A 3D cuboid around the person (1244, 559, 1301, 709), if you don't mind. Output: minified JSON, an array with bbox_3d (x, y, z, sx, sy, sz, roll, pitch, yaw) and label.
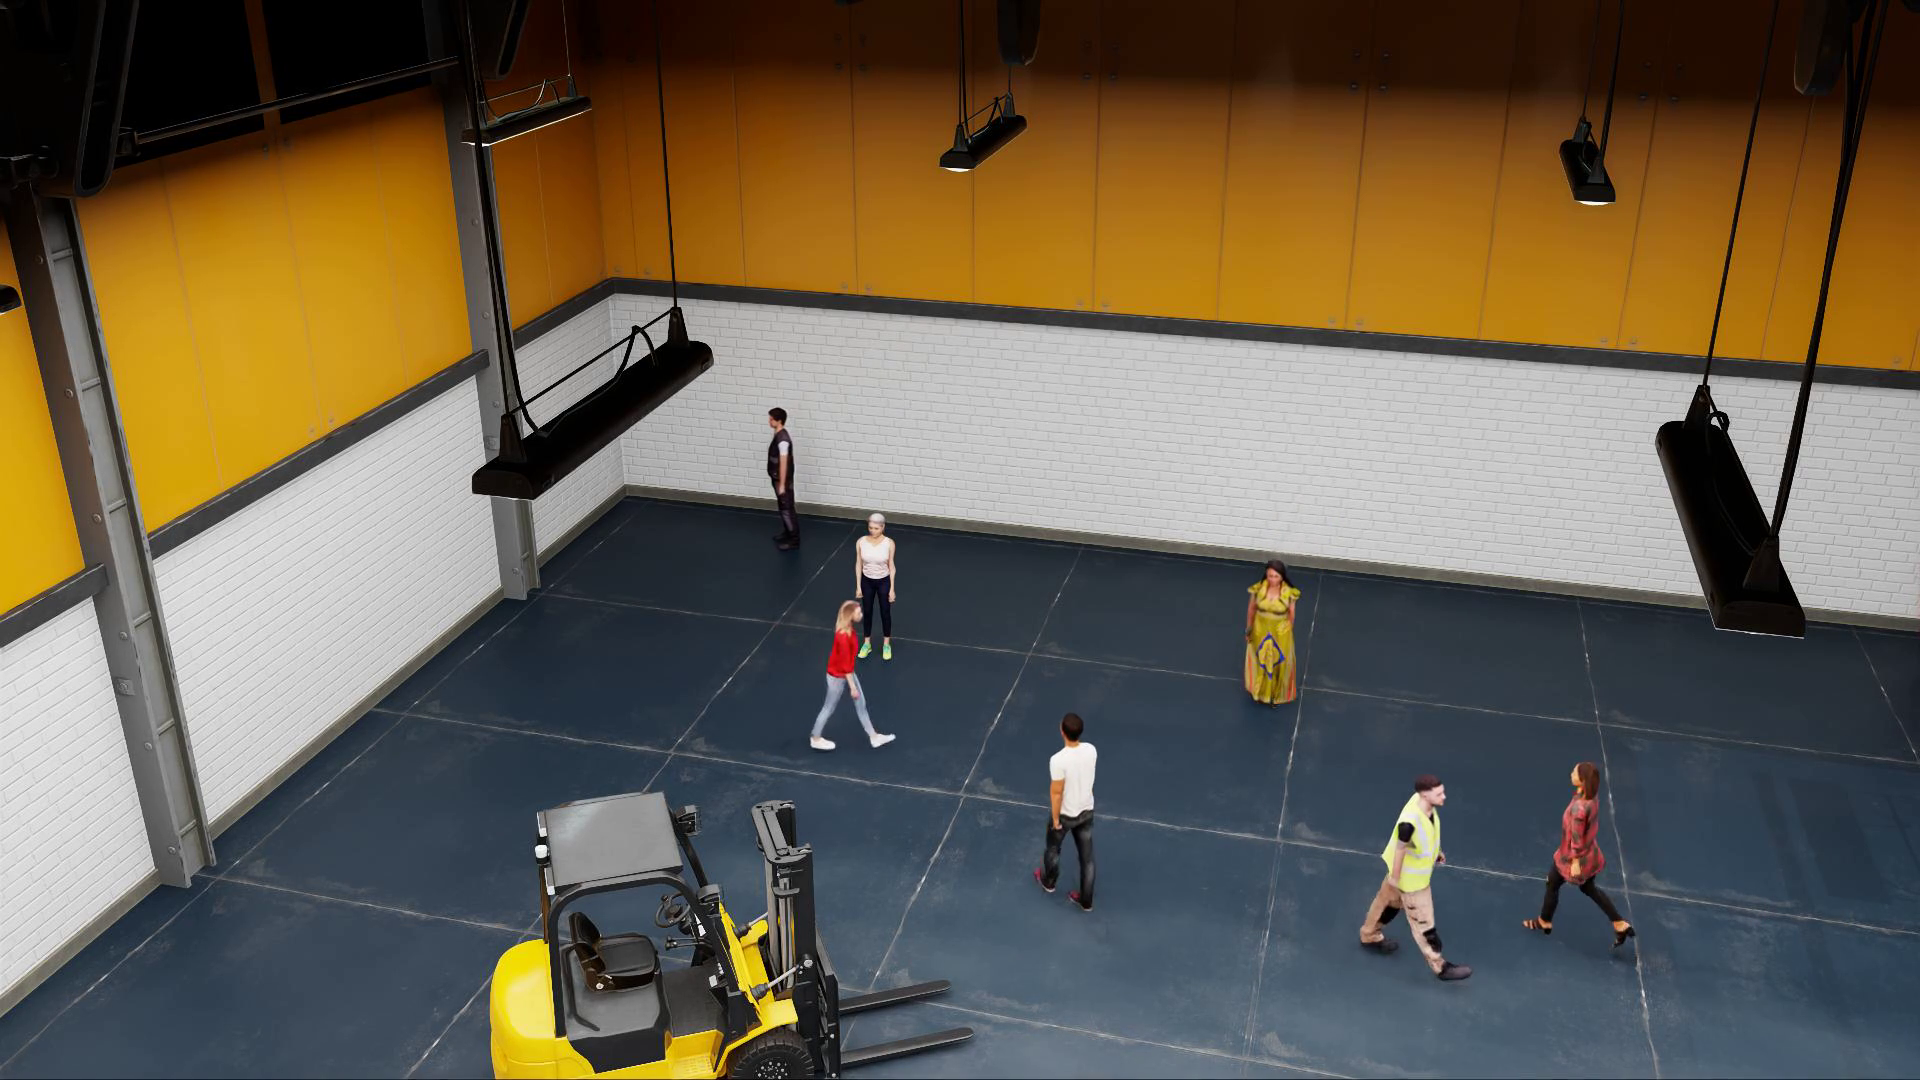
[{"bbox_3d":[3.233,0.926,17.265,0.753,1.645,0.719,6,24,13],"label":"person"}]

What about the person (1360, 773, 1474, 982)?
[{"bbox_3d":[3.519,2.618,13.225,0.935,1.781,1.174,11,26,24],"label":"person"}]

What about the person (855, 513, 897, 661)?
[{"bbox_3d":[-0.914,0.482,18.204,0.617,1.707,0.561,3,24,7],"label":"person"}]

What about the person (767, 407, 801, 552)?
[{"bbox_3d":[-2.214,-0.789,20.941,0.796,1.844,0.691,-6,24,-14],"label":"person"}]

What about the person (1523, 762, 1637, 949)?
[{"bbox_3d":[5.086,2.582,13.444,0.917,1.672,1.117,15,28,31],"label":"person"}]

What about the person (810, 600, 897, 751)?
[{"bbox_3d":[-1.231,1.358,16.270,0.847,1.650,1.077,1,24,2],"label":"person"}]

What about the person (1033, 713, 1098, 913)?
[{"bbox_3d":[0.994,2.312,13.924,0.959,1.781,1.025,-12,26,-25],"label":"person"}]
